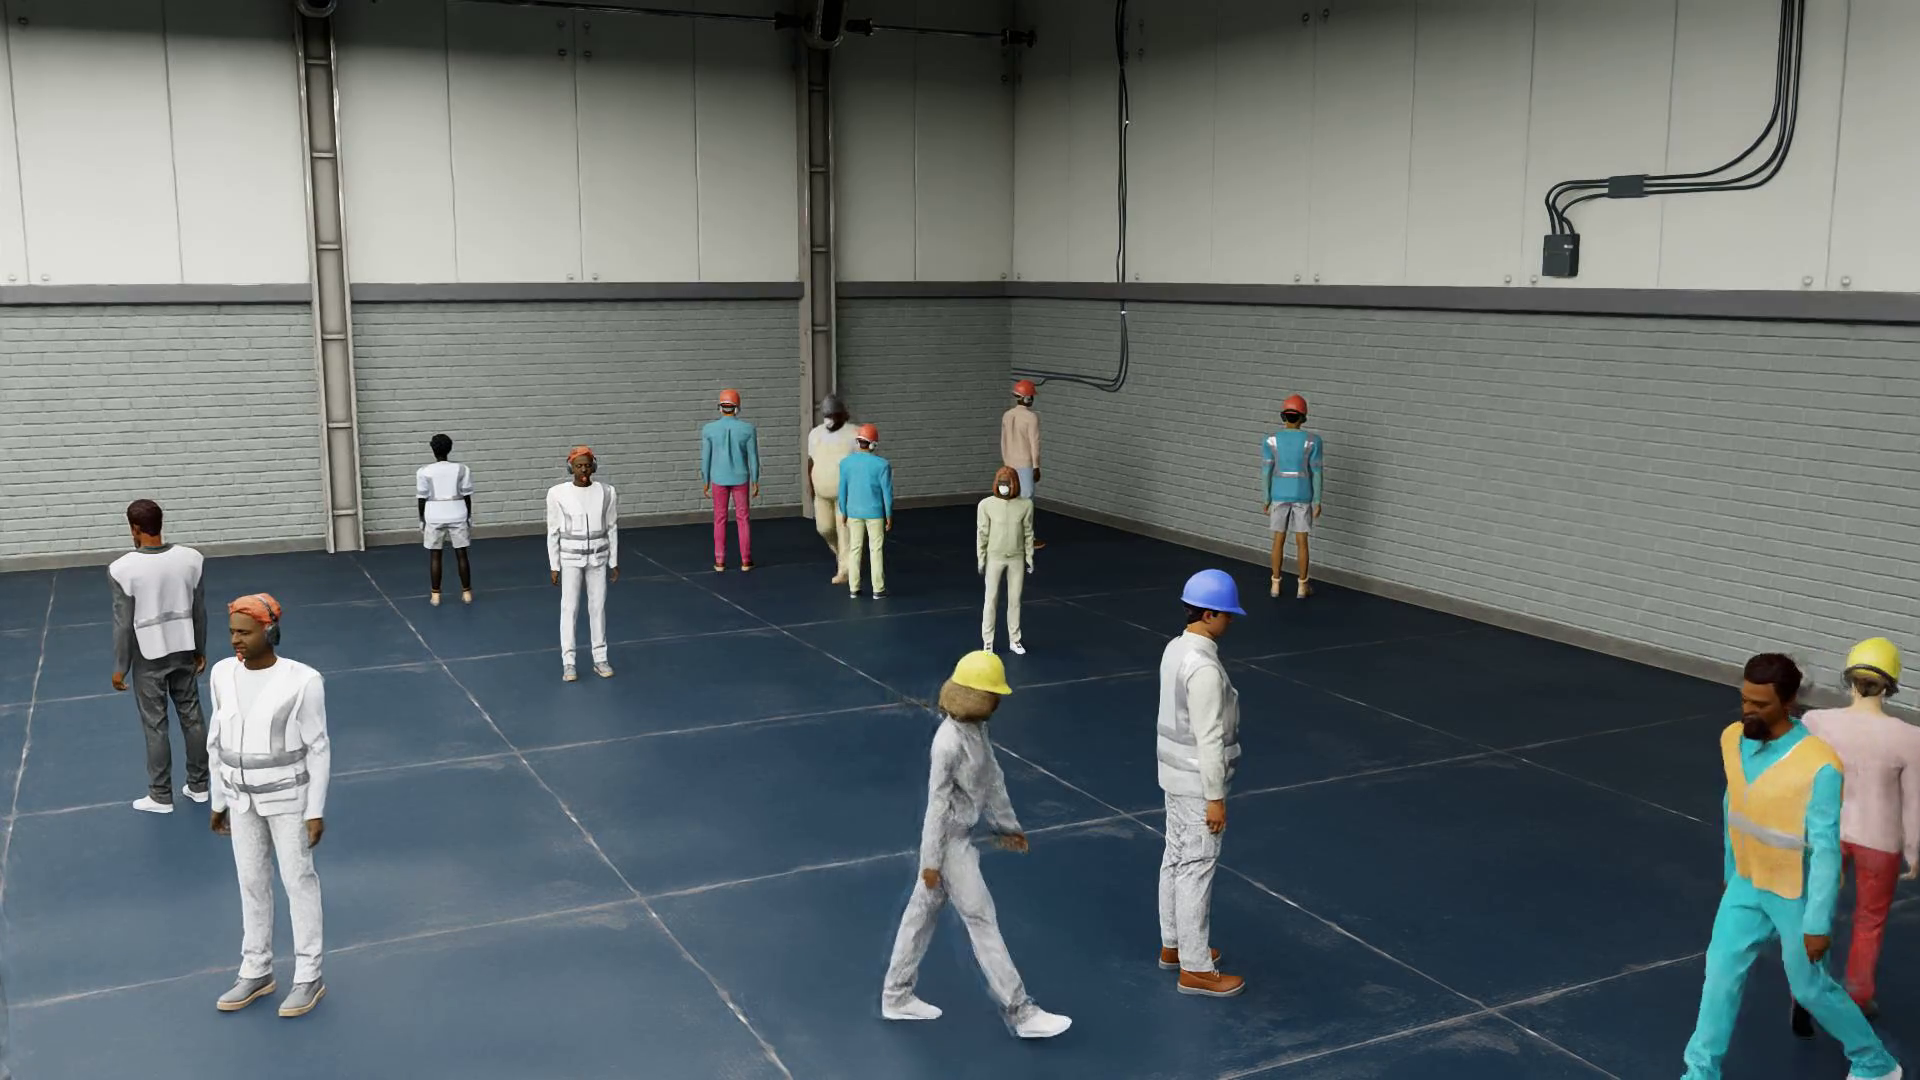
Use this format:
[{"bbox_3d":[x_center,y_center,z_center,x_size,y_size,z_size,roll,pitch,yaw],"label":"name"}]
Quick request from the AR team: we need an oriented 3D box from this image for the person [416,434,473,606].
[{"bbox_3d":[-5.052,-0.197,16.328,0.537,1.693,0.320,-4,10,-22],"label":"person"}]

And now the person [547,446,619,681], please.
[{"bbox_3d":[-3.022,0.185,13.381,0.574,1.882,0.356,-5,10,-27],"label":"person"}]

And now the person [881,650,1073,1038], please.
[{"bbox_3d":[0.063,1.294,7.100,0.905,1.681,0.511,2,9,11],"label":"person"}]

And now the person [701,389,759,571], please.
[{"bbox_3d":[-2.507,-0.654,18.197,0.624,1.992,0.390,-1,9,-4],"label":"person"}]

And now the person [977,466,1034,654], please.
[{"bbox_3d":[0.393,0.177,14.192,0.503,1.631,0.283,-2,9,-11],"label":"person"}]

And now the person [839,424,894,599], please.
[{"bbox_3d":[-0.928,-0.288,16.688,0.573,1.748,0.342,3,10,18],"label":"person"}]

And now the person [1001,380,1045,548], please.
[{"bbox_3d":[0.742,-0.895,19.679,0.390,1.995,0.613,-7,12,-38],"label":"person"}]

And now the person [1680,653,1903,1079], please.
[{"bbox_3d":[3.199,1.327,6.412,0.977,1.872,0.641,-2,10,-15],"label":"person"}]

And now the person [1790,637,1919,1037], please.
[{"bbox_3d":[3.791,1.279,7.075,0.542,1.742,0.703,8,12,40],"label":"person"}]

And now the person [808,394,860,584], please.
[{"bbox_3d":[-1.278,-0.580,17.601,0.706,2.000,0.728,4,10,21],"label":"person"}]

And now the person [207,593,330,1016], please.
[{"bbox_3d":[-3.058,1.163,7.346,0.572,1.883,0.355,2,10,14],"label":"person"}]

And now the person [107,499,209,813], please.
[{"bbox_3d":[-4.844,0.701,10.100,0.391,1.915,0.587,6,11,34],"label":"person"}]

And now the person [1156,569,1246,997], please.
[{"bbox_3d":[1.093,1.093,7.600,0.394,1.942,0.602,-1,9,-8],"label":"person"}]

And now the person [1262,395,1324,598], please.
[{"bbox_3d":[3.332,-0.433,16.688,0.608,2.044,0.372,3,10,19],"label":"person"}]
